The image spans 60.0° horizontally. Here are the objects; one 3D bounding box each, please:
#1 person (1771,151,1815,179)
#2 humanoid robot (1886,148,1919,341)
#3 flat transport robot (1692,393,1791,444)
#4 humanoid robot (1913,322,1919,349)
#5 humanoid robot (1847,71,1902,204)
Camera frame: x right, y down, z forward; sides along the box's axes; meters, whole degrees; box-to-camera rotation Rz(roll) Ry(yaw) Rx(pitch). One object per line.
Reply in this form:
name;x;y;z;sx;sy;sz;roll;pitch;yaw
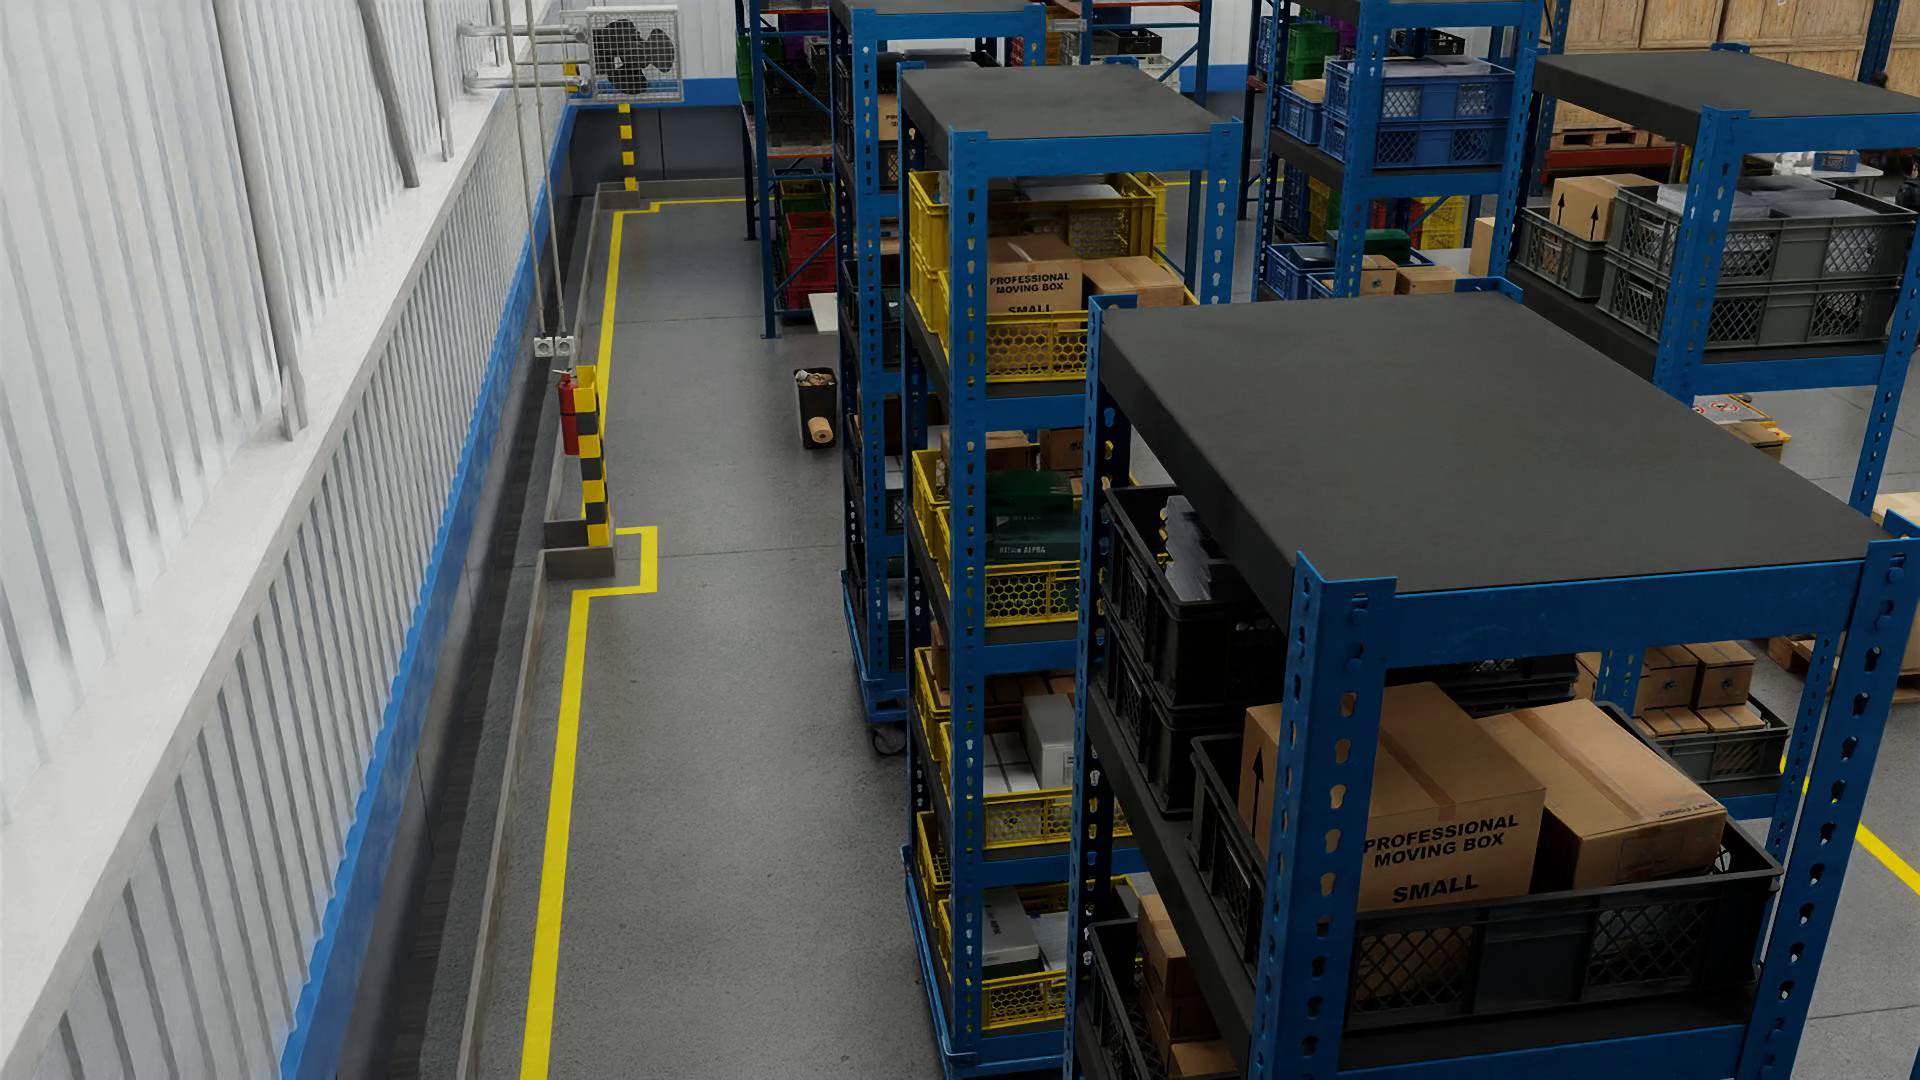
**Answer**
person;7.778;-3.316;15.578;0.355;1.881;0.574;17;30;33
humanoid robot;7.897;-2.446;13.915;0.609;1.657;0.310;-16;29;-31
flat transport robot;5.224;-0.859;12.132;1.431;0.197;0.652;-4;25;-8
humanoid robot;6.979;-1.361;11.595;0.600;1.633;0.704;-1;25;-3
humanoid robot;9.558;-4.076;17.487;0.671;1.637;0.504;8;26;16
